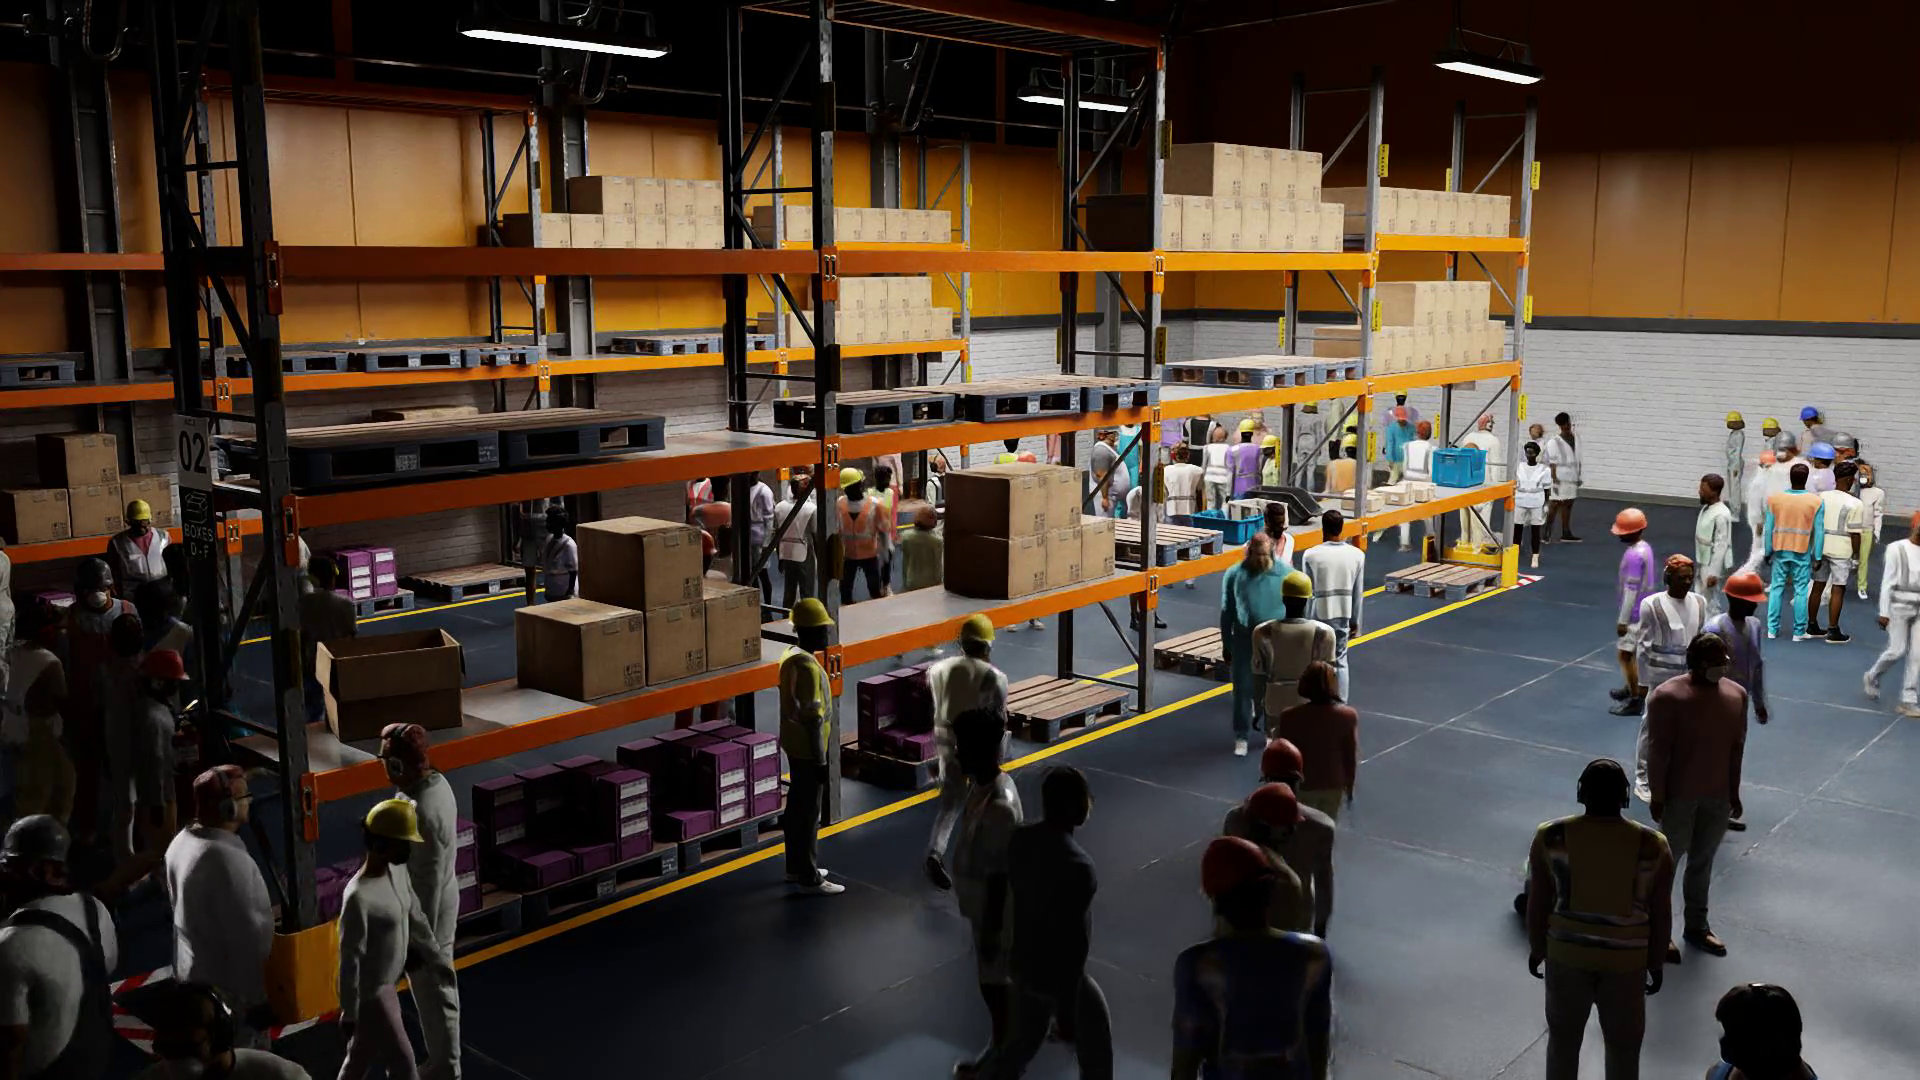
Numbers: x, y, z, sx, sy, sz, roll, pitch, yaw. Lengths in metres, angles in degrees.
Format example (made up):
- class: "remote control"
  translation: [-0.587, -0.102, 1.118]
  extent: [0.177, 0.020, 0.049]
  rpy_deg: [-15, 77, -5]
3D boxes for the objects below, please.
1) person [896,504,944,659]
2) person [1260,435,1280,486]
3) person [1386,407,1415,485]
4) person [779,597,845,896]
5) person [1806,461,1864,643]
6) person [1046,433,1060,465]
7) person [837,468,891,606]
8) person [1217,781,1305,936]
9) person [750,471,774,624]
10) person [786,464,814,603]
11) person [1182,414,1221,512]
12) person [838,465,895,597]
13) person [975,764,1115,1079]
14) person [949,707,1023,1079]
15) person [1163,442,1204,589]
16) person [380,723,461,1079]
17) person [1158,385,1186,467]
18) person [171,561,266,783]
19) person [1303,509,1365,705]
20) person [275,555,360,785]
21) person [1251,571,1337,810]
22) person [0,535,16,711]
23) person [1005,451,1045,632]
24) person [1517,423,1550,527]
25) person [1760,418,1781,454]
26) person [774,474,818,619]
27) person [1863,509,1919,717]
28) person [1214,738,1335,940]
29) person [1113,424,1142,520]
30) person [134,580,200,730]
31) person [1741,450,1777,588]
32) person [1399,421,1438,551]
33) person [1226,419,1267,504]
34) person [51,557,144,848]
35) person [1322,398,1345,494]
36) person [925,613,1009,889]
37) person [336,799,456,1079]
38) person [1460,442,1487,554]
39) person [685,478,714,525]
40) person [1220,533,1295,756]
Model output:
- class: "person"
  translation: [-0.420, 0.439, 16.935]
  extent: [0.517, 1.611, 0.651]
  rpy_deg: [5, 11, 28]
- class: "person"
  translation: [4.172, -0.536, 22.342]
  extent: [0.342, 1.760, 0.533]
  rpy_deg: [0, 10, -3]
- class: "person"
  translation: [7.260, -1.360, 27.402]
  extent: [0.590, 1.696, 0.684]
  rpy_deg: [-3, 10, -17]
- class: "person"
  translation: [-0.977, 1.321, 10.727]
  extent: [0.365, 1.930, 0.585]
  rpy_deg: [-4, 10, -21]
- class: "person"
  translation: [9.367, 0.124, 17.808]
  extent: [0.375, 1.958, 0.599]
  rpy_deg: [-5, 11, -26]
- class: "person"
  translation: [1.536, -1.369, 27.285]
  extent: [0.328, 1.765, 0.532]
  rpy_deg: [5, 11, 26]
- class: "person"
  translation: [-0.983, 0.163, 17.791]
  extent: [0.819, 1.889, 0.390]
  rpy_deg: [3, 10, 15]
- class: "person"
  translation: [1.309, 1.949, 7.555]
  extent: [0.545, 1.729, 0.578]
  rpy_deg: [-4, 10, -24]
- class: "person"
  translation: [-2.327, -0.013, 18.672]
  extent: [0.375, 1.935, 0.551]
  rpy_deg: [-8, 13, -40]
- class: "person"
  translation: [-1.787, 0.019, 18.638]
  extent: [0.346, 1.882, 0.578]
  rpy_deg: [-2, 10, -10]
- class: "person"
  translation: [3.694, -1.187, 25.413]
  extent: [0.619, 2.029, 0.410]
  rpy_deg: [5, 11, 26]
- class: "person"
  translation: [-1.111, -0.122, 20.183]
  extent: [0.542, 1.644, 0.878]
  rpy_deg: [-9, 13, -44]
- class: "person"
  translation: [0.373, 1.917, 7.344]
  extent: [1.020, 1.884, 0.644]
  rpy_deg: [-5, 11, -26]
- class: "person"
  translation: [0.134, 1.758, 8.040]
  extent: [0.373, 1.957, 0.606]
  rpy_deg: [-1, 10, -4]
- class: "person"
  translation: [2.735, -0.295, 20.662]
  extent: [0.560, 1.836, 0.394]
  rpy_deg: [0, 10, 0]
- class: "person"
  translation: [-2.593, 1.801, 7.947]
  extent: [0.399, 1.905, 0.642]
  rpy_deg: [-2, 10, -14]
- class: "person"
  translation: [3.581, -1.626, 27.982]
  extent: [0.394, 2.044, 0.609]
  rpy_deg: [-9, 13, -44]
- class: "person"
  translation: [-5.827, 1.052, 12.760]
  extent: [0.933, 1.788, 0.547]
  rpy_deg: [-8, 12, -38]
- class: "person"
  translation: [3.258, 0.685, 14.608]
  extent: [0.600, 1.908, 0.396]
  rpy_deg: [-3, 10, -17]
- class: "person"
  translation: [-4.866, 1.028, 12.799]
  extent: [0.580, 1.832, 0.824]
  rpy_deg: [3, 10, 15]
- class: "person"
  translation: [2.325, 1.170, 11.633]
  extent: [0.584, 1.928, 0.373]
  rpy_deg: [2, 10, 12]
- class: "person"
  translation: [-8.775, 0.687, 15.108]
  extent: [0.324, 1.728, 0.494]
  rpy_deg: [-2, 10, -9]
- class: "person"
  translation: [0.720, 0.014, 18.339]
  extent: [0.608, 1.995, 0.377]
  rpy_deg: [-3, 10, -15]
- class: "person"
  translation: [8.875, -1.010, 25.612]
  extent: [0.801, 1.603, 0.515]
  rpy_deg: [-6, 11, -31]
- class: "person"
  translation: [12.128, -0.966, 24.968]
  extent: [0.320, 1.738, 0.486]
  rpy_deg: [8, 12, 39]
- class: "person"
  translation: [-1.704, 0.225, 17.524]
  extent: [0.570, 1.843, 0.373]
  rpy_deg: [6, 11, 31]
- class: "person"
  translation: [8.562, 0.644, 15.007]
  extent: [0.609, 1.848, 0.619]
  rpy_deg: [-2, 10, -10]
- class: "person"
  translation: [1.548, 1.832, 8.233]
  extent: [0.594, 1.736, 0.371]
  rpy_deg: [0, 10, 1]
- class: "person"
  translation: [2.599, -1.150, 25.795]
  extent: [0.505, 1.830, 0.370]
  rpy_deg: [-1, 10, -6]
- class: "person"
  translation: [-5.523, 1.217, 11.440]
  extent: [0.638, 1.902, 0.535]
  rpy_deg: [4, 10, 21]
- class: "person"
  translation: [9.983, -0.249, 20.664]
  extent: [0.366, 1.737, 0.582]
  rpy_deg: [4, 10, 25]
- class: "person"
  translation: [6.512, -0.763, 23.503]
  extent: [0.584, 1.822, 1.004]
  rpy_deg: [8, 13, 41]
- class: "person"
  translation: [3.904, -0.687, 22.727]
  extent: [0.587, 1.928, 0.363]
  rpy_deg: [-2, 10, -11]
- class: "person"
  translation: [-5.949, 1.121, 11.590]
  extent: [0.689, 2.000, 0.539]
  rpy_deg: [-6, 11, -34]
- class: "person"
  translation: [6.514, -1.778, 29.037]
  extent: [0.396, 1.992, 0.623]
  rpy_deg: [3, 10, 16]
- class: "person"
  translation: [0.016, 1.387, 10.804]
  extent: [0.577, 1.779, 0.787]
  rpy_deg: [3, 10, 20]
- class: "person"
  translation: [-2.494, 1.989, 7.391]
  extent: [0.860, 1.713, 0.525]
  rpy_deg: [0, 10, -1]
- class: "person"
  translation: [6.918, -0.513, 22.562]
  extent: [0.271, 1.631, 0.507]
  rpy_deg: [-4, 10, -24]
- class: "person"
  translation: [-3.171, -0.194, 20.504]
  extent: [0.535, 1.690, 0.319]
  rpy_deg: [6, 11, 30]
- class: "person"
  translation: [2.475, 0.849, 13.739]
  extent: [0.671, 1.878, 0.509]
  rpy_deg: [1, 10, 8]
